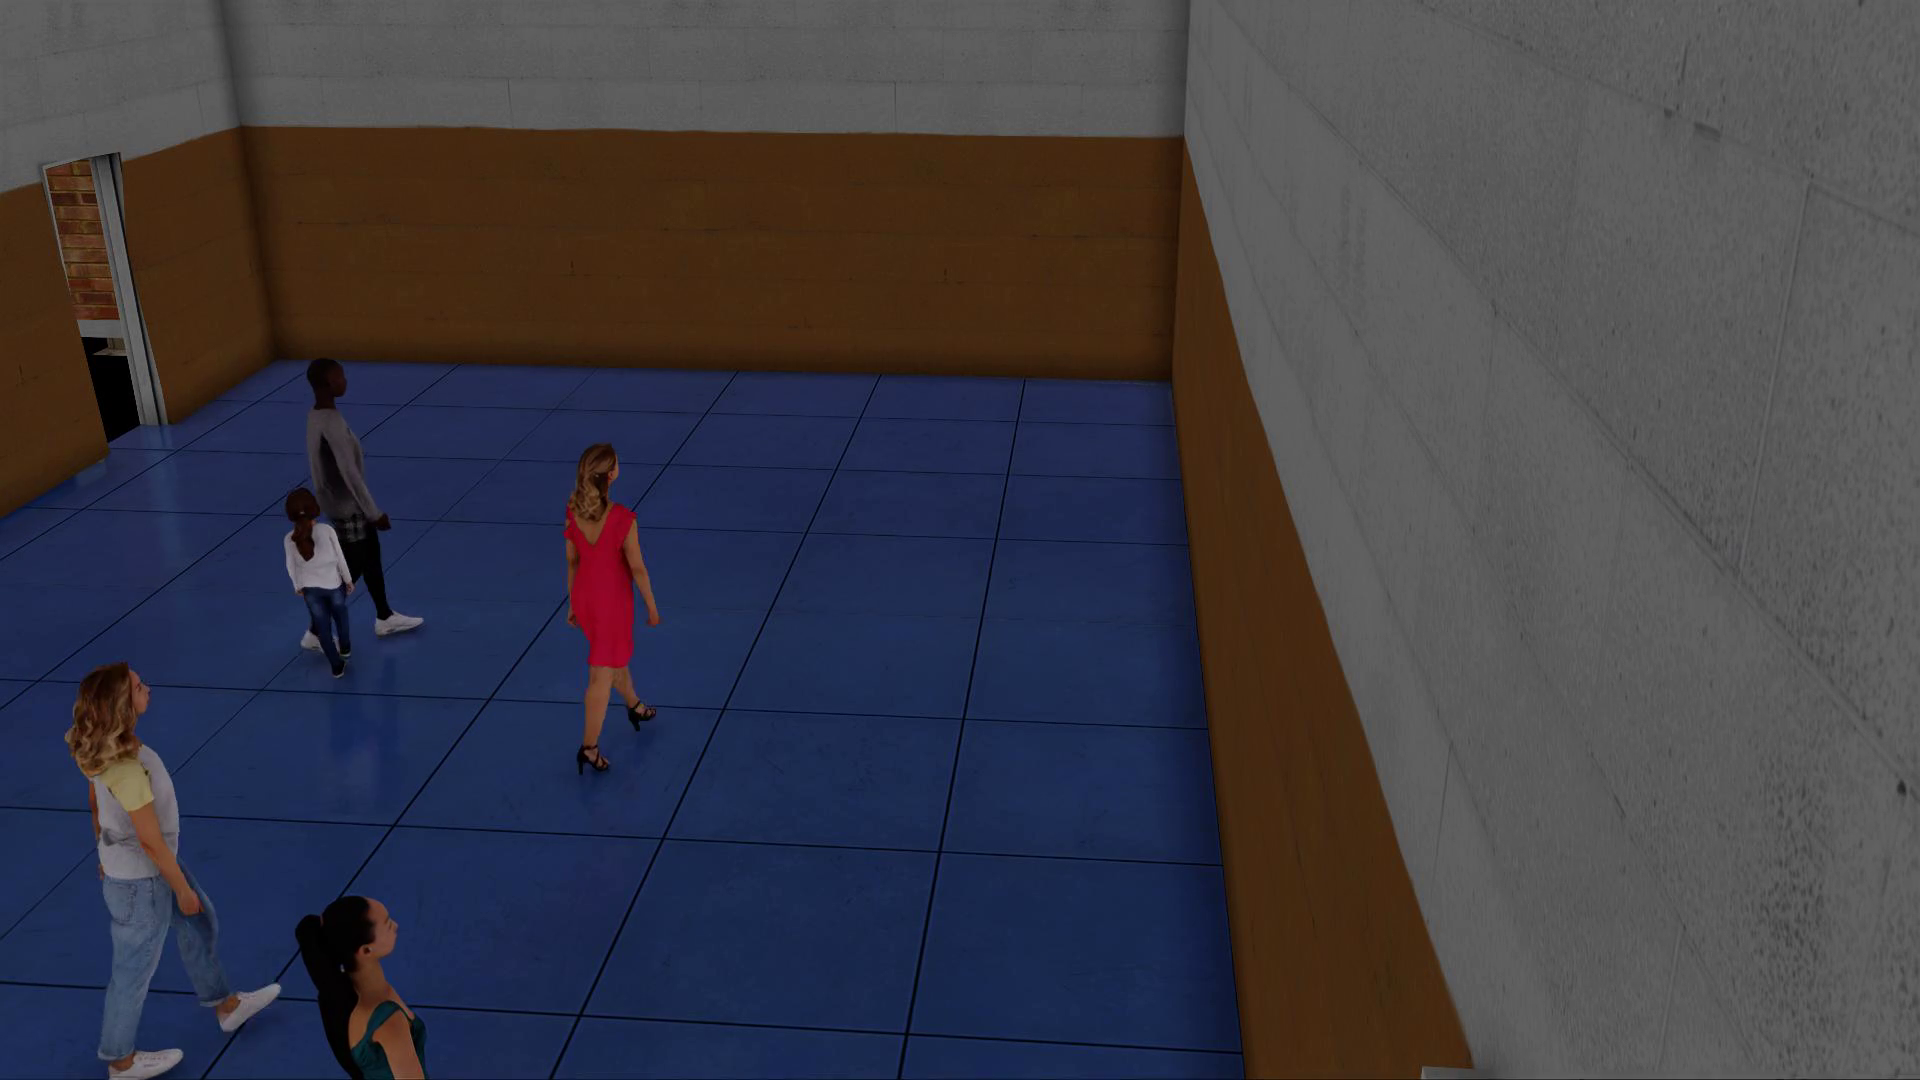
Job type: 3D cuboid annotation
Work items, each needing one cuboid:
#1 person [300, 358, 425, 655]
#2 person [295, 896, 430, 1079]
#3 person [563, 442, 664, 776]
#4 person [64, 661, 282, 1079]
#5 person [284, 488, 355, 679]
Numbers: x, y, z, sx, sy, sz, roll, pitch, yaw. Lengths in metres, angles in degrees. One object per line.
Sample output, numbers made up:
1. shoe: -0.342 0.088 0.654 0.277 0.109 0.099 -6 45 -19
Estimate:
1. person: -3.619 -0.161 9.590 1.064 1.754 0.928 -12 25 -27
2. person: -1.659 1.764 4.889 0.601 1.687 0.679 20 29 40
3. person: -1.844 0.377 8.325 0.948 1.698 0.884 12 25 28
4. person: -3.091 1.271 6.081 1.040 1.697 0.979 -17 28 -36
5. person: -3.622 0.261 9.430 0.698 1.089 0.717 -9 23 -20
